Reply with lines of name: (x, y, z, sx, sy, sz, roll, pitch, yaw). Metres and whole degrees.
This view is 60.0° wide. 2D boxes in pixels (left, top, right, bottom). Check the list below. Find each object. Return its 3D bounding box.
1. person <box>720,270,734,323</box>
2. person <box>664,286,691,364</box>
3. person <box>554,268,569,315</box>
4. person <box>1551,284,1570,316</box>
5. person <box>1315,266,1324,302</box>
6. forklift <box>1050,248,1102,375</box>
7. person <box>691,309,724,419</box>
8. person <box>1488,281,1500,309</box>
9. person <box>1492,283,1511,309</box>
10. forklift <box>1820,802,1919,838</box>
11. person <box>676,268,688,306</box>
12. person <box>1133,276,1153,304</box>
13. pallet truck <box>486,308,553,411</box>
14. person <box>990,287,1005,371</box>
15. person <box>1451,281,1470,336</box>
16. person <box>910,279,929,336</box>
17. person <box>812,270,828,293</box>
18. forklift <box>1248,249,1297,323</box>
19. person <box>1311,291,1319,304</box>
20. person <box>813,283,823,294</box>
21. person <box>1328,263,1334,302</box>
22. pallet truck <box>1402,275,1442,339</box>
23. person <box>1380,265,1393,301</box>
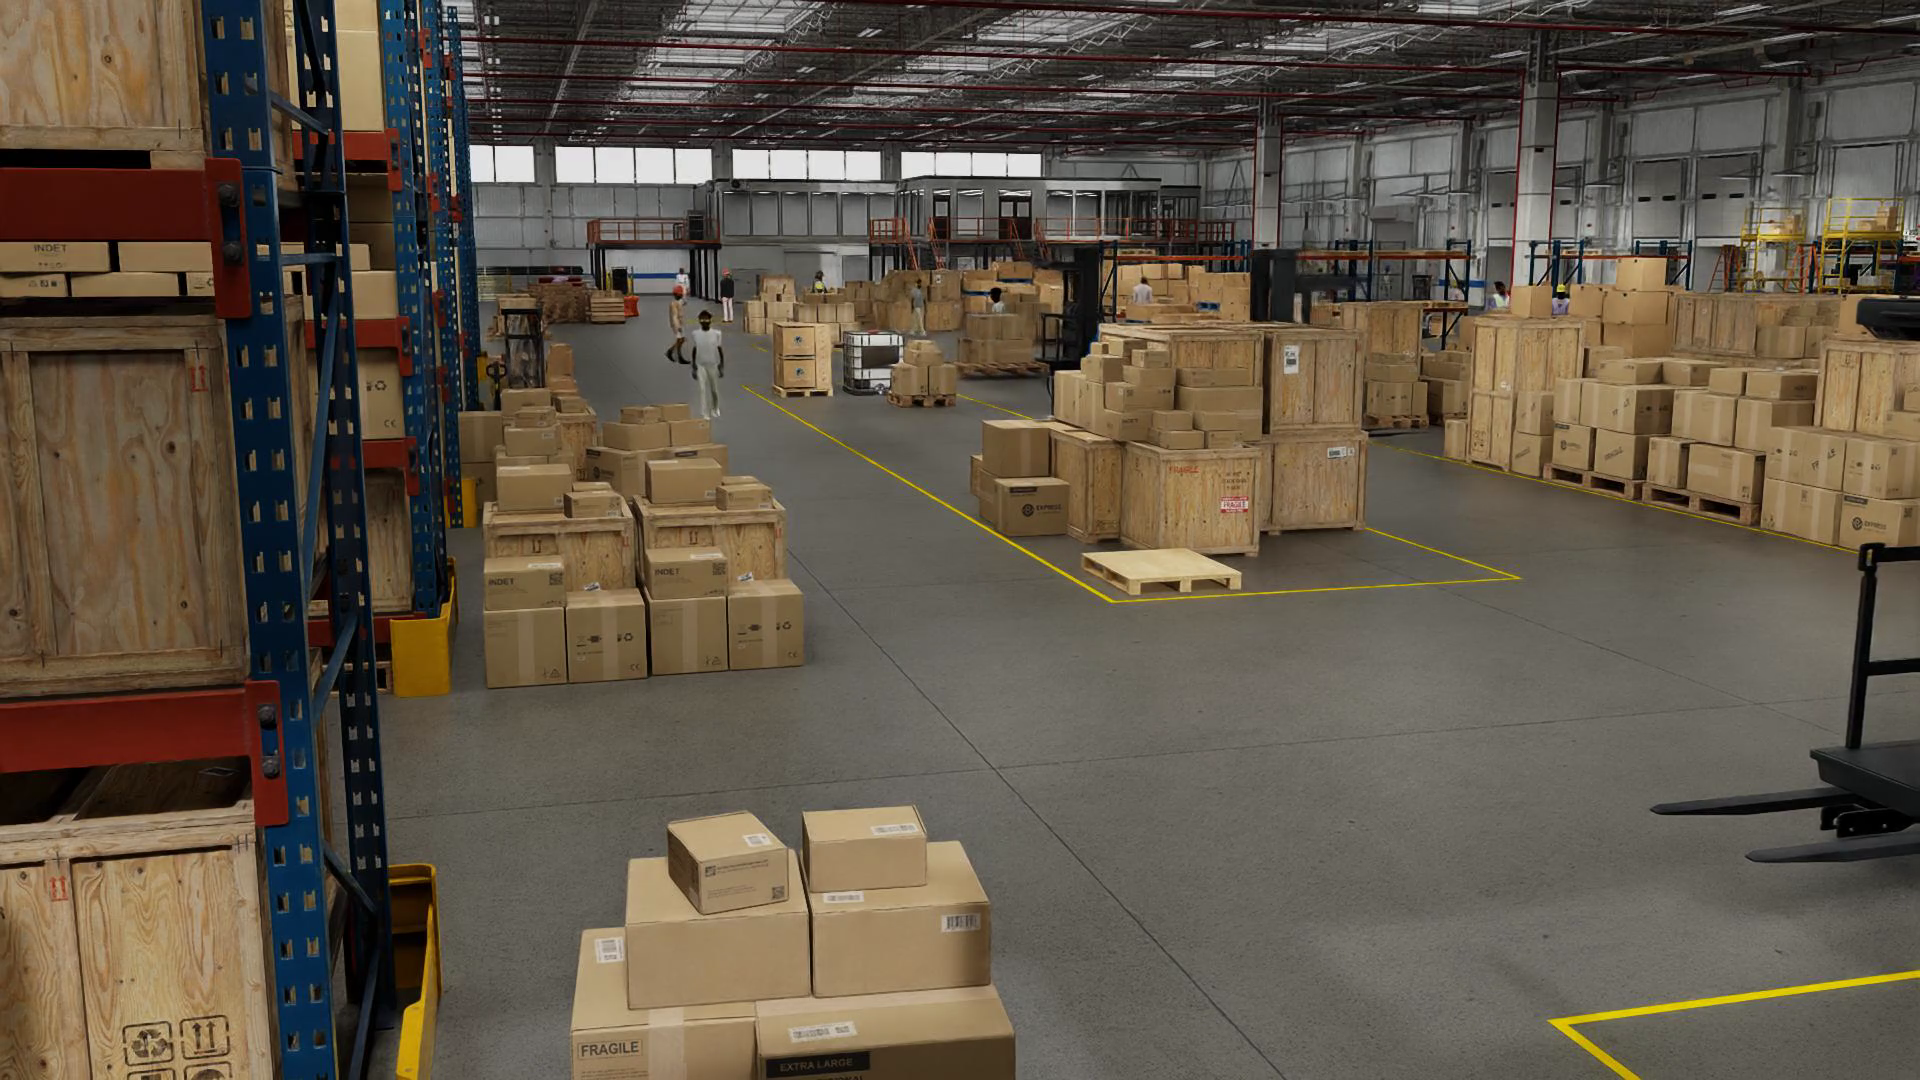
person: (-8.746, -9.129, 62.369, 0.382, 1.993, 0.622, 9, 14, 43)
person: (-6.942, -5.240, 40.577, 0.778, 1.916, 0.600, 2, 10, 10)
person: (-16.304, -10.178, 68.310, 0.613, 1.989, 1.032, 1, 10, 7)
person: (14.876, -5.372, 41.290, 0.588, 1.927, 0.369, 4, 11, 21)
person: (17.479, -12.357, 80.864, 0.589, 1.919, 0.392, 6, 12, 32)
forklift: (2.834, -5.108, 37.097, 1.873, 2.768, 1.129, -3, 10, -15)
person: (-4.124, -2.845, 27.196, 0.524, 1.857, 0.657, -1, 10, -3)
person: (18.510, -8.089, 57.393, 0.544, 1.678, 0.467, 6, 12, 31)
person: (14.737, -6.022, 45.157, 0.638, 1.868, 0.738, -4, 11, -20)
forklift: (5.230, 0.107, 7.568, 1.873, 2.768, 1.129, -3, 10, -15)
person: (-13.242, -12.057, 79.327, 0.581, 1.870, 0.505, 0, 10, -1)
person: (5.908, -7.559, 53.680, 0.650, 1.922, 0.430, 3, 10, 15)
pallet truck: (-6.242, -2.418, 24.362, 0.823, 1.965, 1.885, 1, 10, 3)
person: (0.837, -4.843, 38.226, 0.423, 1.947, 0.647, -1, 10, -8)
person: (15.952, -7.373, 53.045, 0.650, 1.788, 0.970, -2, 10, -9)
person: (-1.336, -7.534, 53.836, 0.536, 1.832, 0.951, -9, 14, -43)
person: (-4.897, -8.448, 58.385, 0.536, 2.000, 0.687, -4, 11, -21)
forklift: (4.461, -2.805, 24.057, 1.873, 2.768, 1.129, -3, 10, -15)
person: (11.333, -7.522, 53.467, 0.374, 1.932, 0.621, 8, 13, 38)
person: (-4.345, -7.084, 51.475, 0.525, 1.746, 0.620, 0, 10, -2)
person: (19.256, -13.328, 86.151, 0.612, 1.994, 0.395, -6, 12, -32)
pallet truck: (14.620, -7.324, 52.145, 0.823, 1.965, 1.885, 8, 13, 40)
person: (20.737, -12.371, 80.861, 0.612, 1.947, 0.388, 7, 12, 33)
